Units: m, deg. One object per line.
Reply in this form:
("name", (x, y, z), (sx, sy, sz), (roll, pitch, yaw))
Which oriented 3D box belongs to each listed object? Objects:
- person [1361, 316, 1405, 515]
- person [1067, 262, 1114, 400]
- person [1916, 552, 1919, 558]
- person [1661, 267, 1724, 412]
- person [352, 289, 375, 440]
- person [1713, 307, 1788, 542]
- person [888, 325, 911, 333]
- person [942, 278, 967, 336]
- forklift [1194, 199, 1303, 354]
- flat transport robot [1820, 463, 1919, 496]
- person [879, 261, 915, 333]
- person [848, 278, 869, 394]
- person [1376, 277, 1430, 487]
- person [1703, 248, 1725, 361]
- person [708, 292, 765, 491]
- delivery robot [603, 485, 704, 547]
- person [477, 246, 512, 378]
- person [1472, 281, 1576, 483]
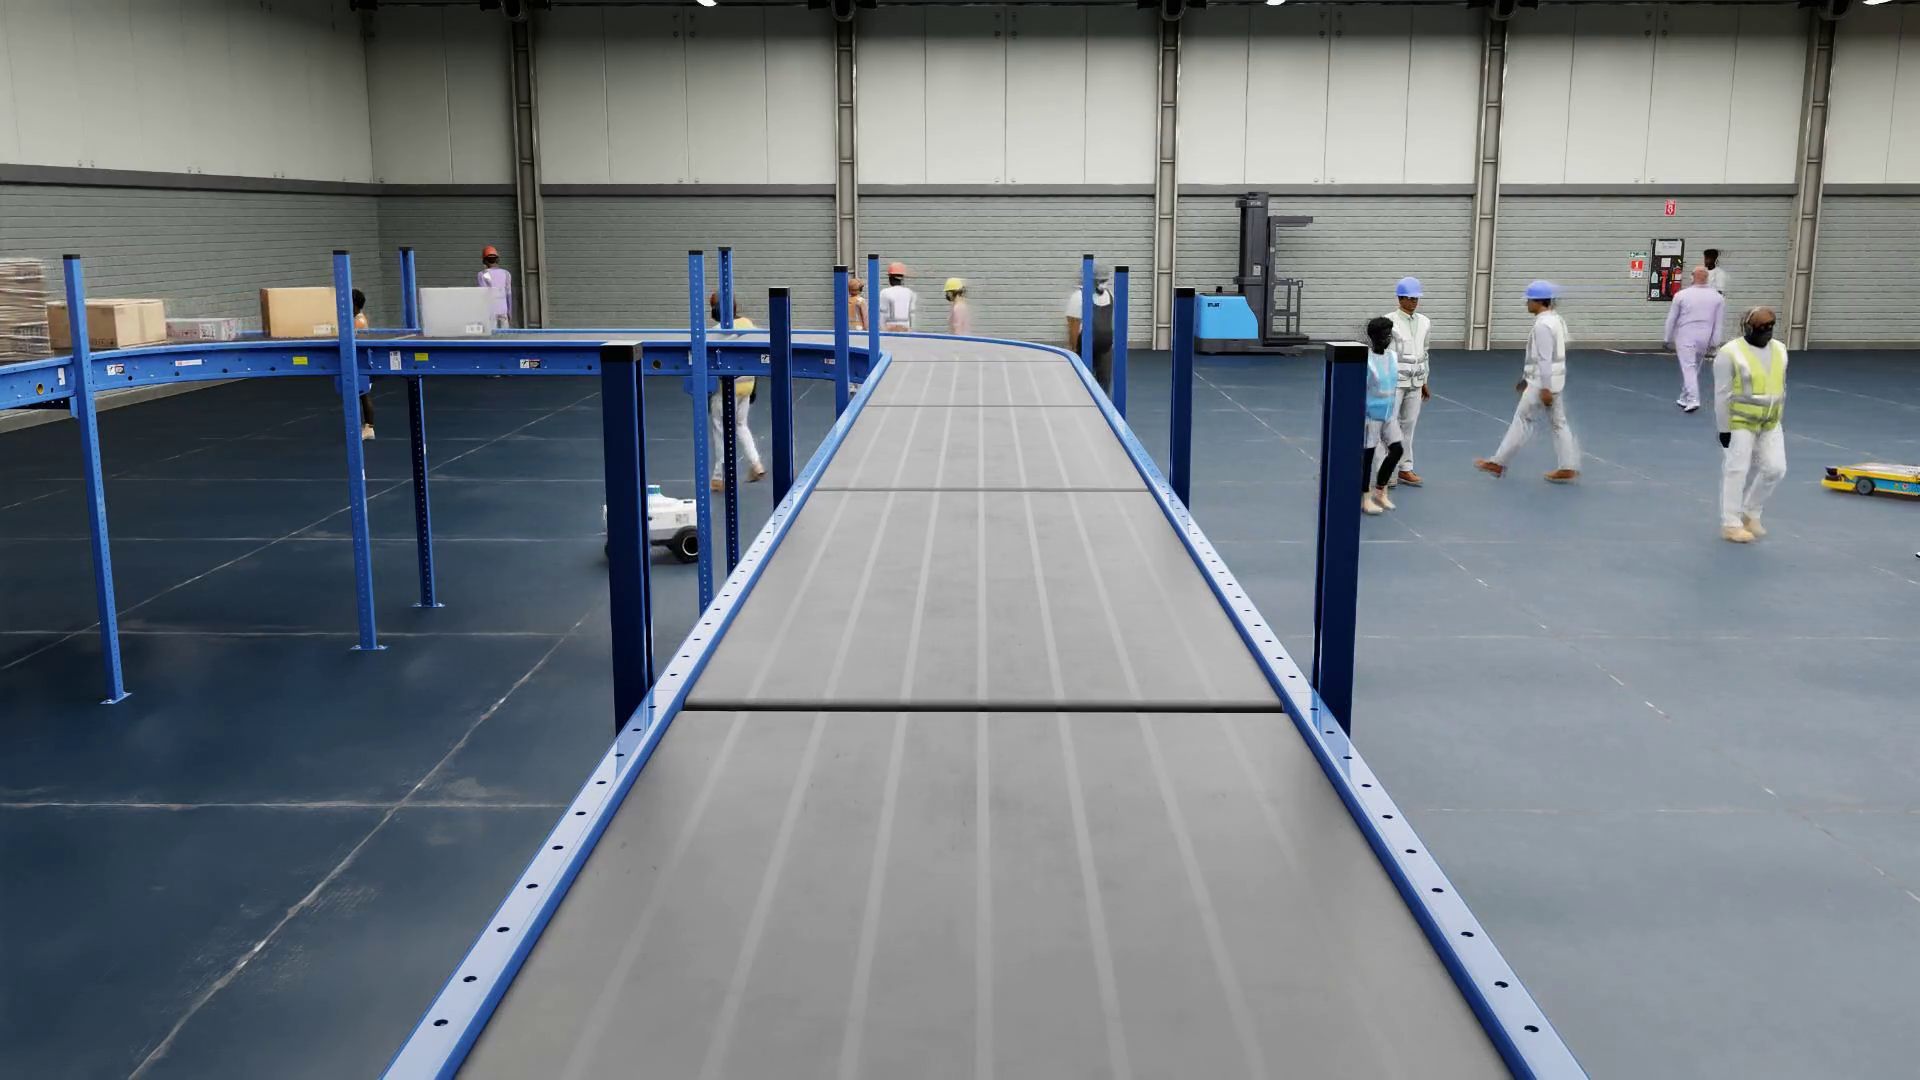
("person", (3.518, -1.044, 14.022), (0.549, 1.682, 0.399), (-7, 13, -33))
("person", (1.552, -2.481, 20.584), (0.694, 2.000, 0.961), (-6, 13, -30))
("person", (7.281, -0.755, 11.958), (0.402, 1.904, 0.651), (-4, 12, -18))
("person", (9.527, -2.609, 21.617), (0.650, 1.866, 0.982), (0, 11, 0))
("person", (-6.802, -1.987, 18.824), (0.318, 1.696, 0.532), (-4, 12, -19))
("person", (6.113, -0.889, 12.859), (0.645, 1.823, 0.452), (-3, 11, -13))
("person", (-0.536, -0.976, 13.829), (0.543, 1.611, 0.518), (-3, 11, -14))
("person", (-0.085, -2.353, 20.542), (0.410, 1.750, 0.559), (1, 11, 3))
("forklift", (5.313, -4.851, 30.603), (1.873, 2.768, 1.129), (0, 11, 1))
("flat transport robot", (8.685, -0.522, 15.077), (0.652, 0.197, 1.431), (-8, 14, -36))
("person", (-0.823, -2.701, 21.918), (0.564, 1.919, 0.501), (-8, 14, -37))
("person", (-1.466, -2.890, 23.597), (0.306, 1.645, 0.522), (-10, 15, -42))
("person", (4.131, -1.472, 15.528), (0.614, 1.947, 0.388), (-5, 12, -25))
("person", (13.027, -4.119, 29.130), (0.721, 1.939, 0.652), (-2, 11, -10))
("person", (-2.128, -1.364, 15.271), (0.468, 1.830, 0.679), (7, 13, 32))
("delivery robot", (-2.257, -0.162, 12.254), (0.707, 0.478, 0.477), (-4, 12, -20))
("person", (-7.324, -3.581, 26.127), (0.392, 2.038, 0.611), (9, 14, 37))
("person", (5.434, -1.505, 15.823), (1.005, 1.891, 0.614), (7, 13, 32))
